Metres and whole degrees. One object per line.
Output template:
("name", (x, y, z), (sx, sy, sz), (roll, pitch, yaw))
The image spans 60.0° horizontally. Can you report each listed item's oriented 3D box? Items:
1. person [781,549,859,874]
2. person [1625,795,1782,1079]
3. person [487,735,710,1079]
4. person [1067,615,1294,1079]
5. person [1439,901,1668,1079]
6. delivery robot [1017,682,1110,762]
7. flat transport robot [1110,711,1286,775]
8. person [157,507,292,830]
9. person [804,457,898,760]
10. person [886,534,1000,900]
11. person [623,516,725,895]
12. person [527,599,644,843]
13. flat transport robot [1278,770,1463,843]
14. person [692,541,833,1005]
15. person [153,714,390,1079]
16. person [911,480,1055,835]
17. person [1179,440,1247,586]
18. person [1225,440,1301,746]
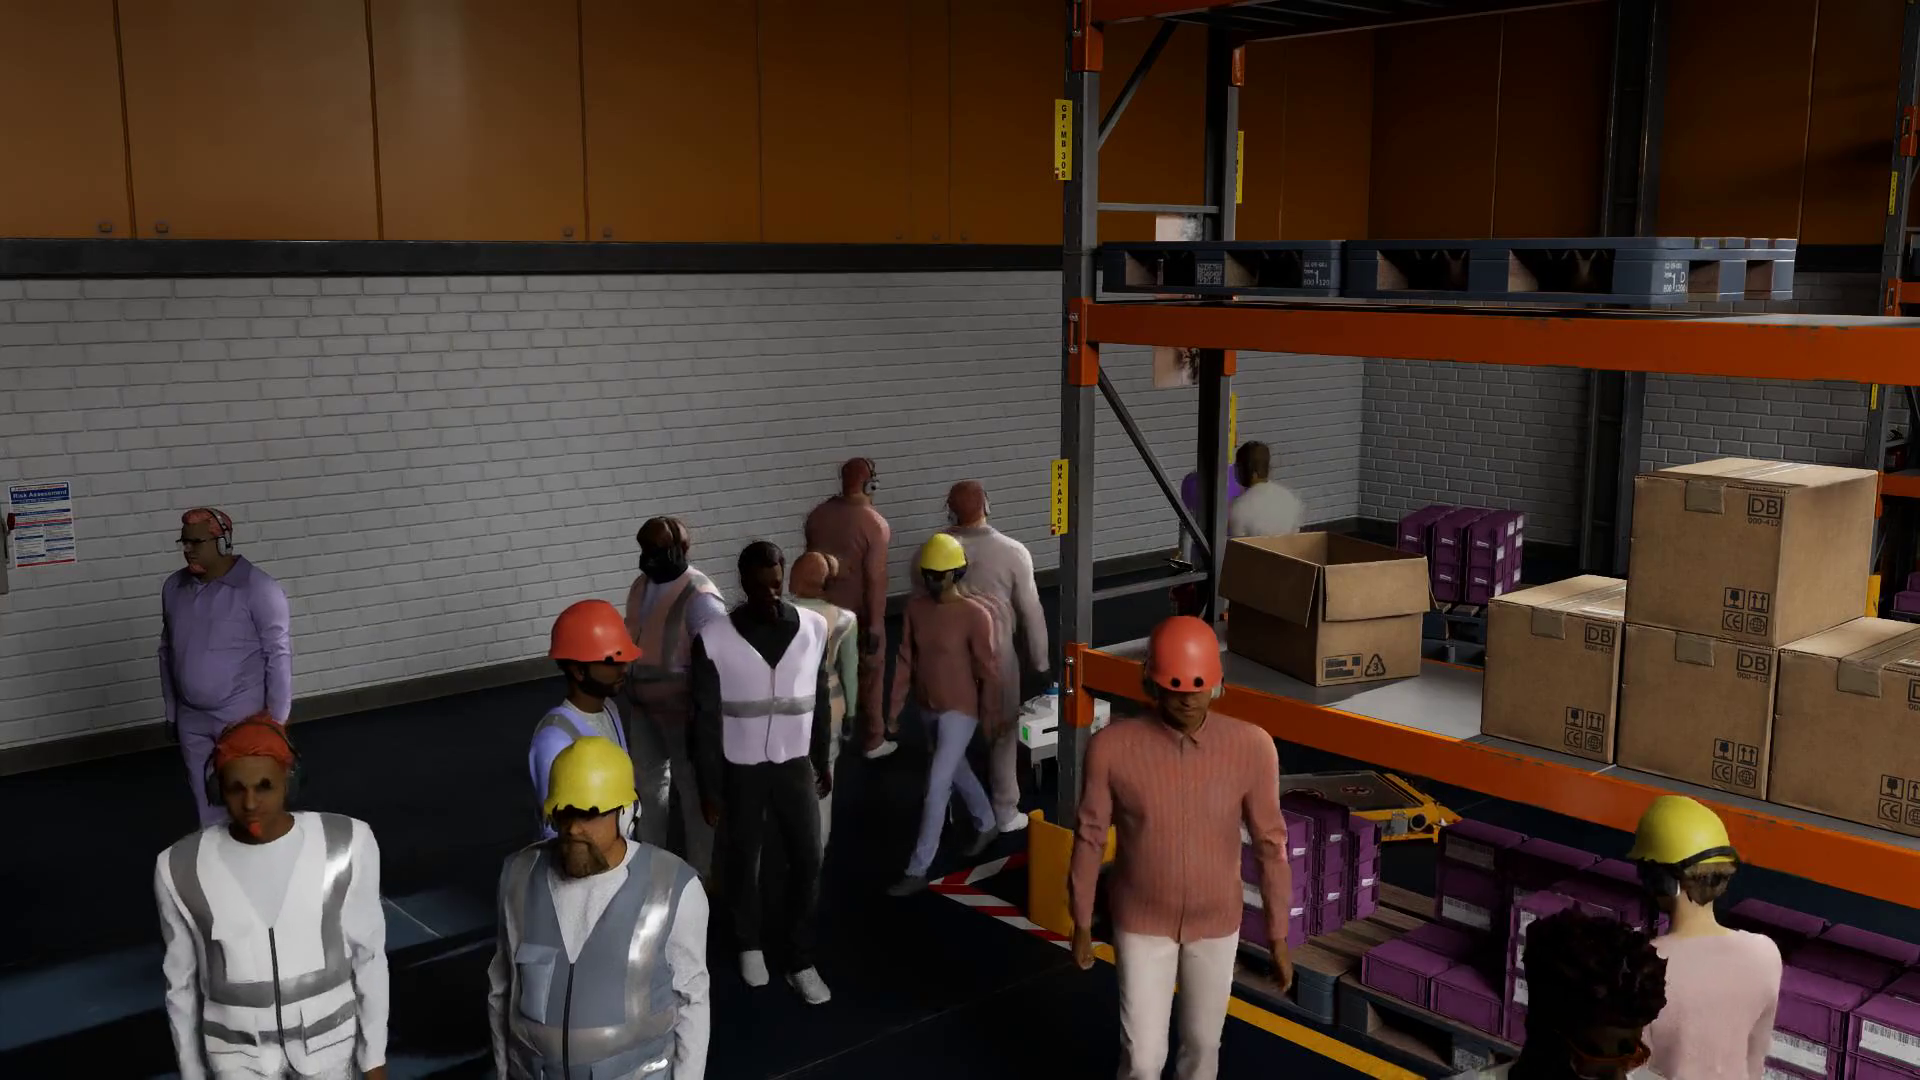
("person", (-0.747, 0.846, 8.135), (0.523, 1.609, 0.557), (-1, 10, -9))
("person", (1.727, 1.490, 4.058), (0.535, 1.742, 0.403), (-2, 10, -14))
("person", (-0.945, 1.394, 4.317), (0.588, 1.837, 0.403), (1, 10, 7))
("person", (0.679, 1.188, 5.133), (0.654, 1.969, 0.571), (-1, 10, -5))
("person", (1.050, 1.581, 2.945), (0.605, 1.934, 0.567), (-2, 10, -12))
("delivery robot", (0.534, 1.071, 9.681), (0.707, 0.478, 0.477), (-7, 12, -37))
("flat transport robot", (1.318, 1.257, 9.693), (0.652, 0.197, 1.431), (-3, 10, -14))
("person", (-3.390, 0.792, 7.634), (0.649, 1.906, 0.401), (2, 10, 14))
("person", (-0.717, 0.447, 9.823), (0.659, 1.865, 0.854), (7, 12, 34))
("person", (-0.058, 0.806, 8.098), (0.533, 1.719, 0.917), (9, 13, 41))
("person", (-1.367, 0.798, 7.809), (0.626, 1.842, 0.440), (9, 13, 41))
("person", (-1.211, 1.151, 5.479), (0.405, 1.936, 0.550), (1, 10, 5))
("flat transport robot", (1.877, 1.420, 8.738), (1.431, 0.197, 0.652), (-2, 10, -10))
("person", (-0.768, 0.949, 6.760), (0.619, 1.890, 0.762), (-4, 11, -23))
("person", (-1.844, 1.347, 4.539), (0.567, 1.859, 0.857), (-4, 10, -20))
("person", (0.102, 0.640, 8.612), (0.779, 1.887, 0.567), (3, 10, 19))
("person", (1.721, 0.109, 11.608), (0.577, 1.908, 0.436), (-5, 11, -27))
("person", (1.902, 0.349, 10.226), (0.667, 1.912, 0.722), (-8, 13, -39))
